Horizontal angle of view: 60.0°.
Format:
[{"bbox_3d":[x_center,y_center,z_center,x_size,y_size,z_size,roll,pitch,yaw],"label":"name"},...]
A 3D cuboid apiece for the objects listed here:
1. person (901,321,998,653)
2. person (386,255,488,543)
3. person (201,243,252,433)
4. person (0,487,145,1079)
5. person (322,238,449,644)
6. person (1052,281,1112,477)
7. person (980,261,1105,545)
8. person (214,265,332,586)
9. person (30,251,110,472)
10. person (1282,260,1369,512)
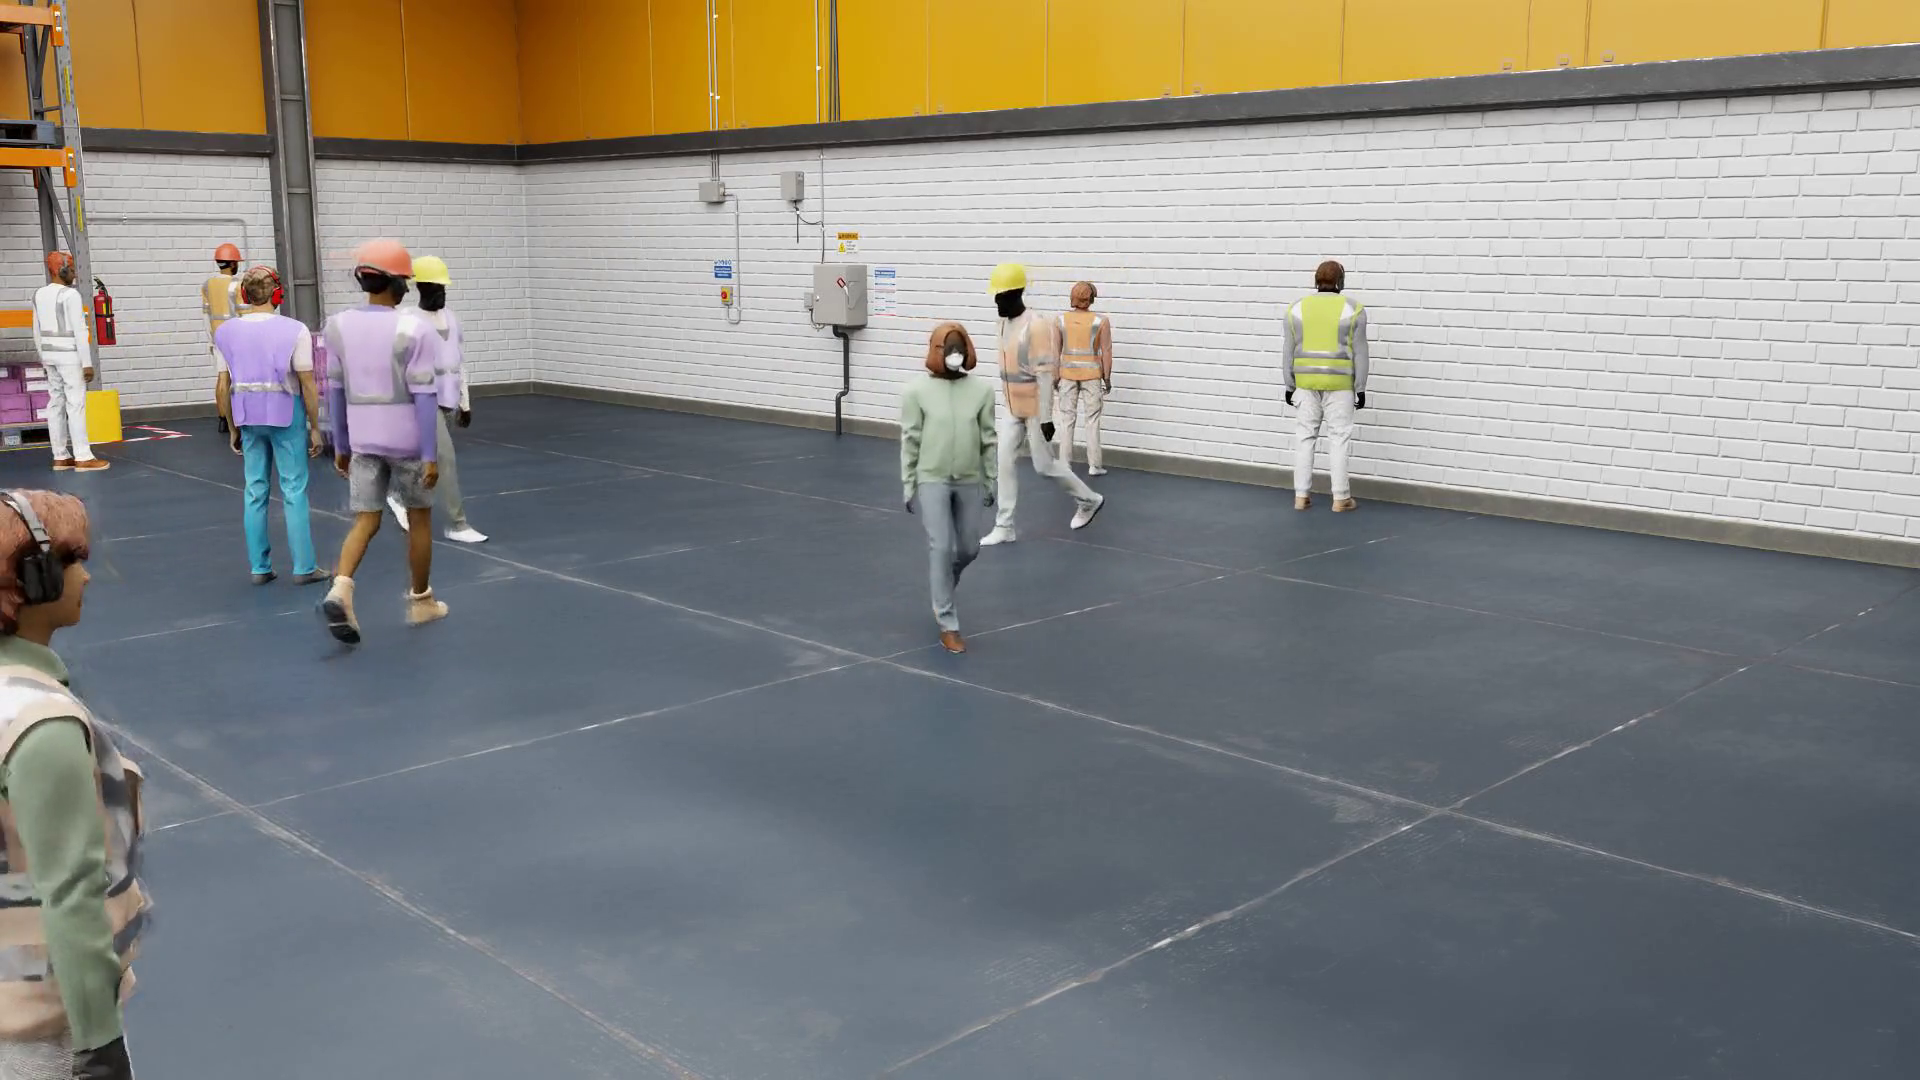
[{"bbox_3d":[-0.069,-0.288,8.284,0.503,1.615,0.640,-4,11,-19],"label":"person"},{"bbox_3d":[-3.553,-0.942,11.089,0.886,1.900,0.594,5,11,25],"label":"person"},{"bbox_3d":[-7.469,-2.063,17.072,0.548,1.937,0.379,3,11,16],"label":"person"},{"bbox_3d":[-1.448,0.731,2.673,0.349,1.629,0.556,-9,14,-40],"label":"person"},{"bbox_3d":[-2.899,-0.492,8.312,0.617,2.015,0.893,2,11,10],"label":"person"},{"bbox_3d":[1.023,-1.348,13.992,0.524,1.638,0.308,4,11,19],"label":"person"},{"bbox_3d":[0.539,-0.901,10.971,0.891,1.871,0.601,-6,12,-31],"label":"person"},{"bbox_3d":[-3.965,-0.644,9.578,0.565,1.850,0.390,1,10,3],"label":"person"},{"bbox_3d":[-7.684,-1.528,14.299,0.572,1.886,0.358,5,11,25],"label":"person"},{"bbox_3d":[2.695,-1.130,12.256,0.634,1.839,0.429,5,12,26],"label":"person"}]
